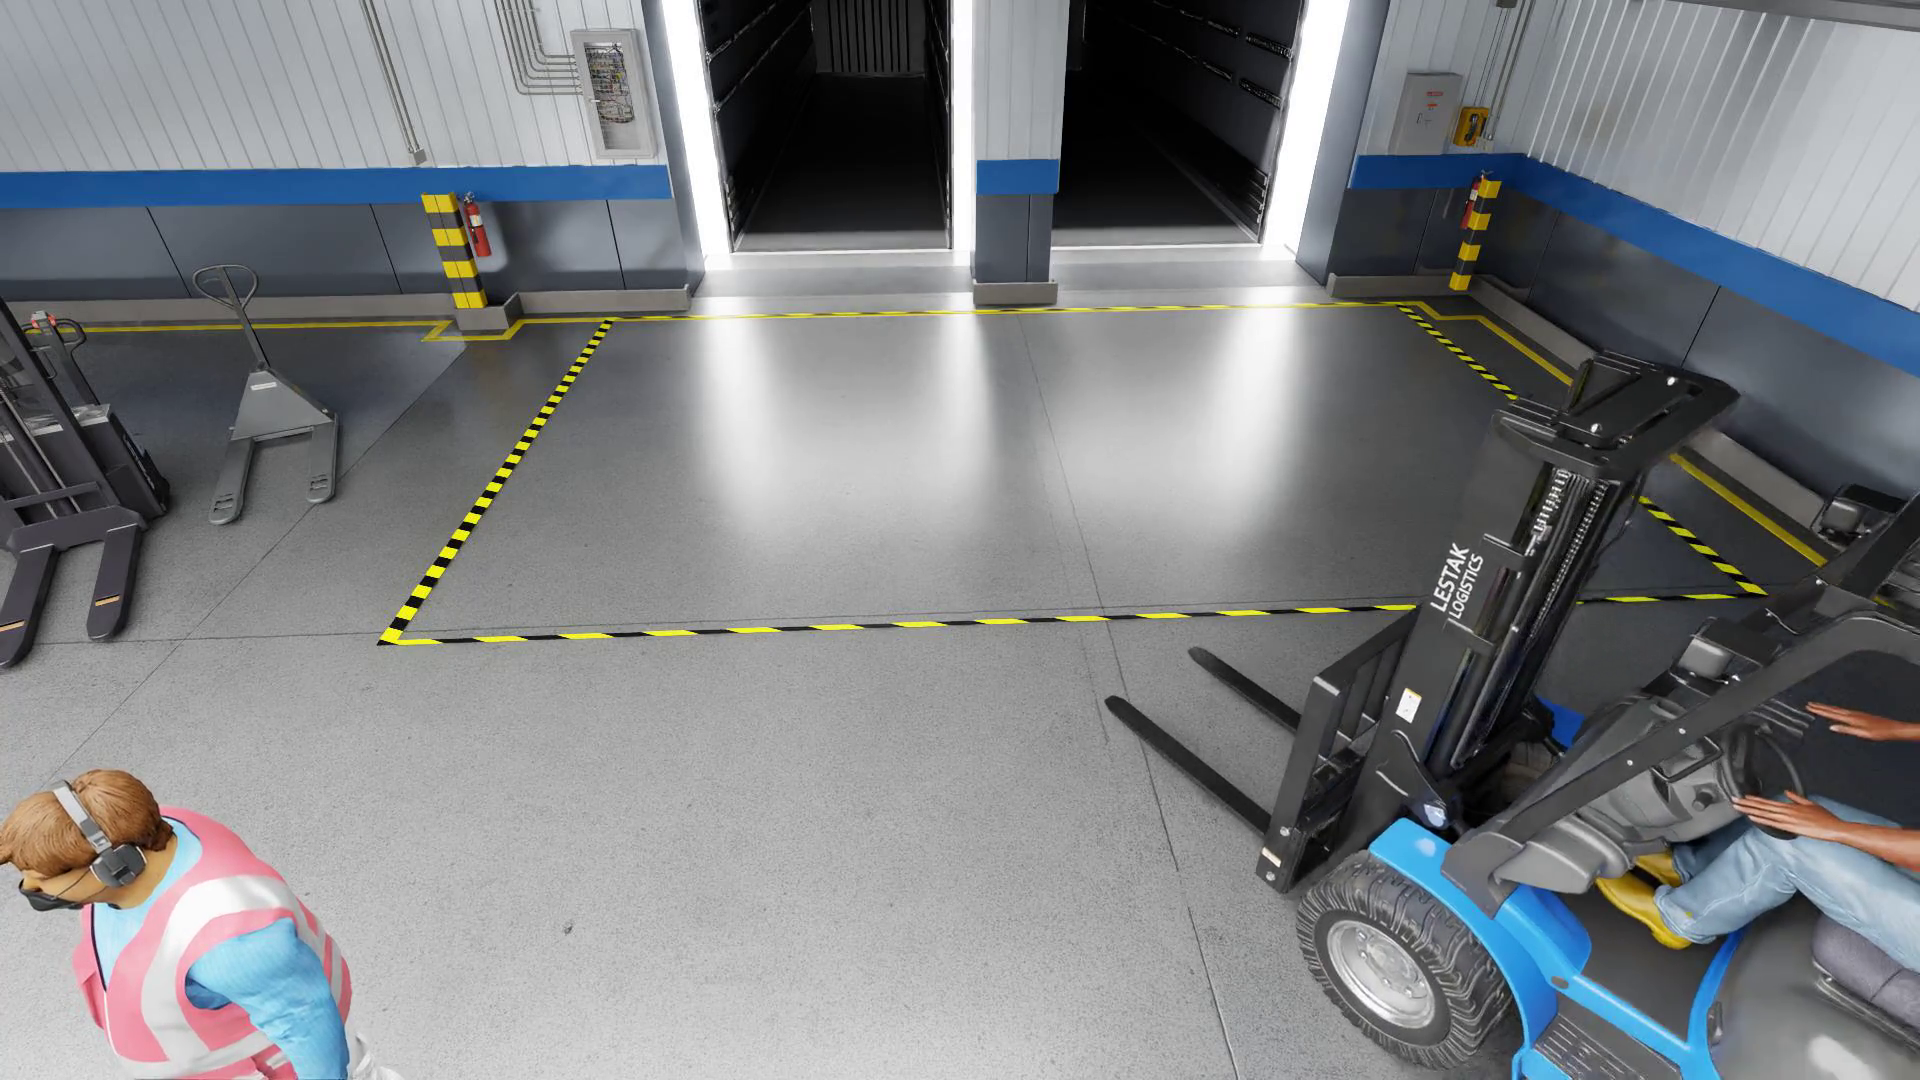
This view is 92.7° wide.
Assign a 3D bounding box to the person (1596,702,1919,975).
[{"bbox_3d":[2.355,0.724,2.312,0.635,1.294,1.004,-23,41,-30],"label":"person"}]

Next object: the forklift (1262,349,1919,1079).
[{"bbox_3d":[2.385,0.907,2.376,1.157,2.036,2.680,-23,41,-30],"label":"forklift"}]

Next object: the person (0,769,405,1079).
[{"bbox_3d":[-1.777,1.247,2.333,0.623,1.844,0.431,20,39,26],"label":"person"}]

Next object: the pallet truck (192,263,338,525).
[{"bbox_3d":[-4.778,-1.027,6.128,0.680,1.201,1.601,-17,38,-23],"label":"pallet truck"}]

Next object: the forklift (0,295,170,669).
[{"bbox_3d":[-5.212,-0.618,4.878,0.823,1.965,1.885,-20,39,-26],"label":"forklift"}]
